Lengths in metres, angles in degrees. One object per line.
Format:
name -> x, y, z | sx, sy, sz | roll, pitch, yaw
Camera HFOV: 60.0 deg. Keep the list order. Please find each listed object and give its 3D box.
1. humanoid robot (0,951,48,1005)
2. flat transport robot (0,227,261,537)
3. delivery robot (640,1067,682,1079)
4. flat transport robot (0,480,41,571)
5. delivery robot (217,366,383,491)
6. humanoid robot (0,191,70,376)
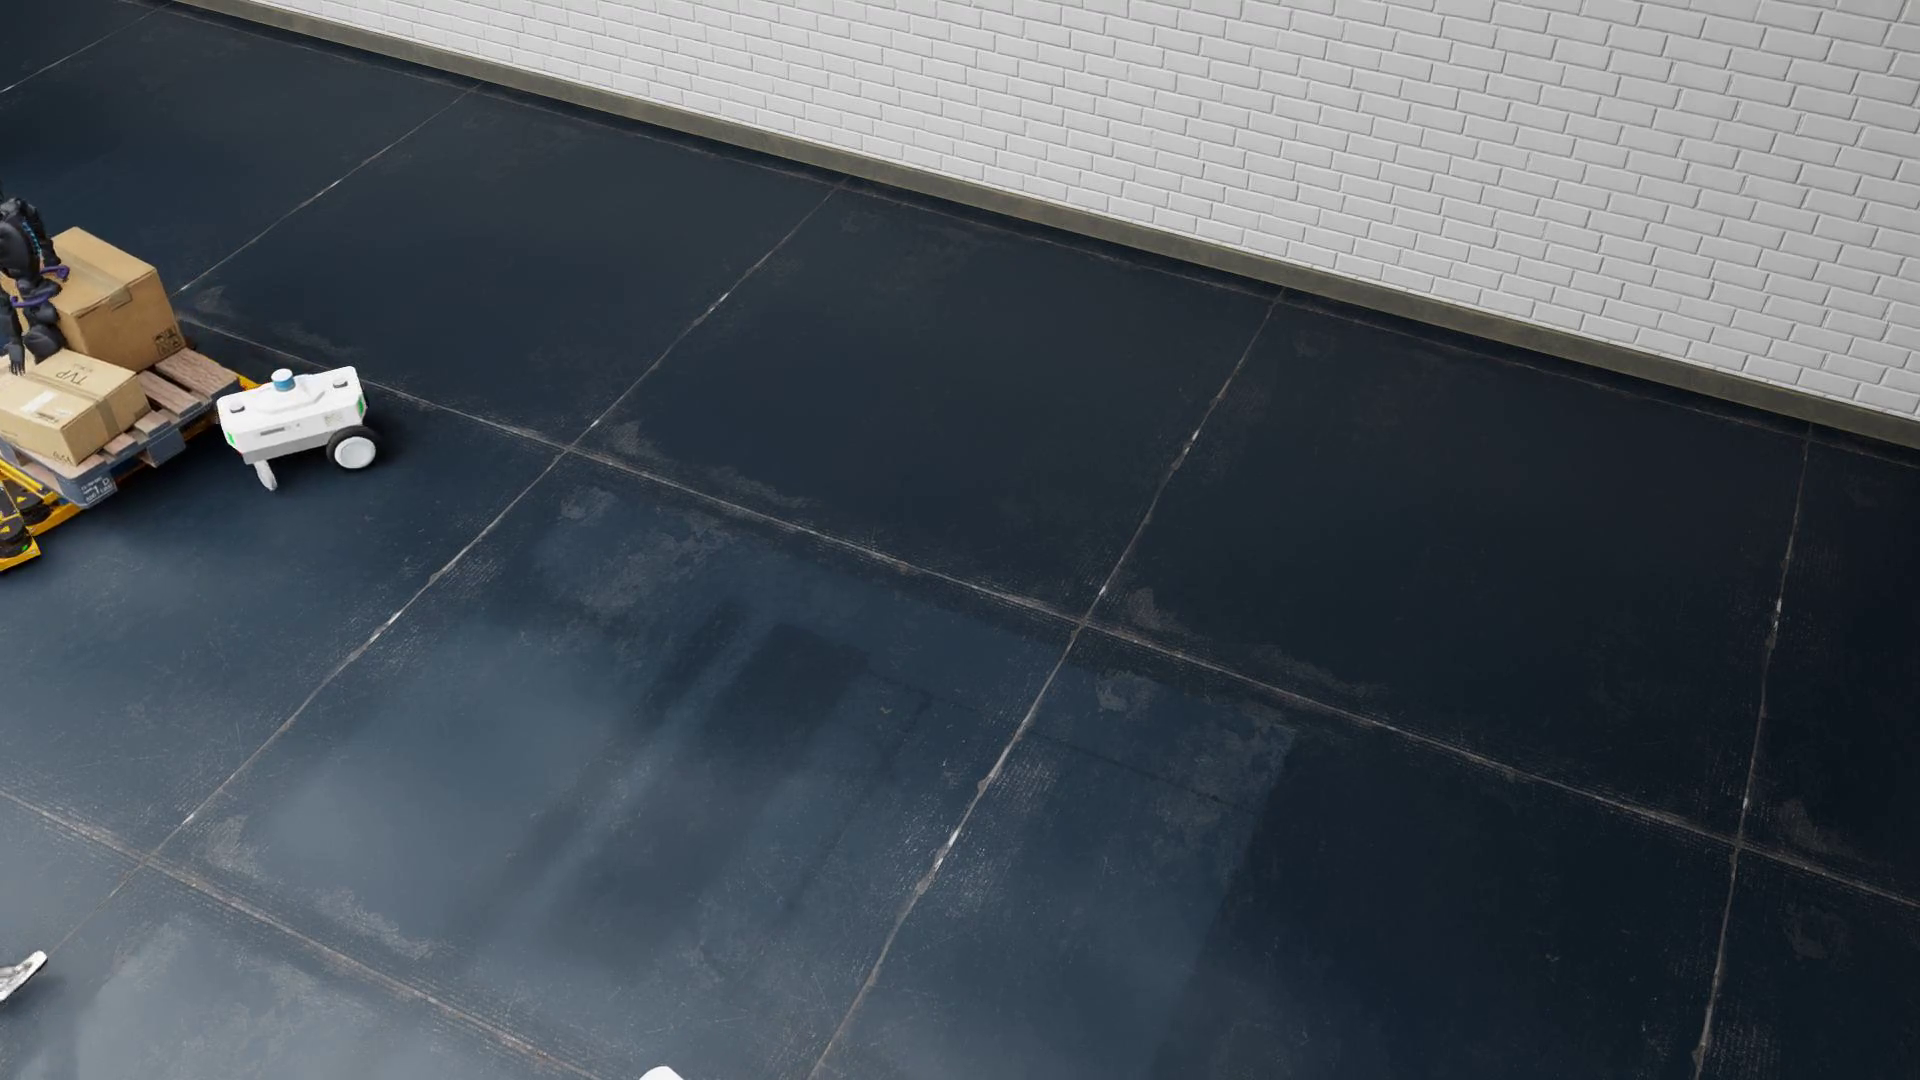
humanoid robot -> -3.917, 1.359, 5.733 | 0.541, 1.745, 1.033 | 28, 50, 27
flat transport robot -> -4.530, -0.579, 8.880 | 0.659, 0.231, 1.431 | 25, 48, 25
delivery robot -> -1.175, 2.200, 5.677 | 0.499, 0.603, 0.803 | 31, 51, 29
flat transport robot -> -5.268, -0.220, 8.492 | 0.659, 0.231, 1.431 | -28, 50, -27
delivery robot -> -3.446, -0.630, 8.725 | 0.767, 0.596, 0.523 | -17, 45, -17
humanoid robot -> -4.647, -1.158, 8.470 | 0.370, 1.636, 0.602 | 2, 43, 2
